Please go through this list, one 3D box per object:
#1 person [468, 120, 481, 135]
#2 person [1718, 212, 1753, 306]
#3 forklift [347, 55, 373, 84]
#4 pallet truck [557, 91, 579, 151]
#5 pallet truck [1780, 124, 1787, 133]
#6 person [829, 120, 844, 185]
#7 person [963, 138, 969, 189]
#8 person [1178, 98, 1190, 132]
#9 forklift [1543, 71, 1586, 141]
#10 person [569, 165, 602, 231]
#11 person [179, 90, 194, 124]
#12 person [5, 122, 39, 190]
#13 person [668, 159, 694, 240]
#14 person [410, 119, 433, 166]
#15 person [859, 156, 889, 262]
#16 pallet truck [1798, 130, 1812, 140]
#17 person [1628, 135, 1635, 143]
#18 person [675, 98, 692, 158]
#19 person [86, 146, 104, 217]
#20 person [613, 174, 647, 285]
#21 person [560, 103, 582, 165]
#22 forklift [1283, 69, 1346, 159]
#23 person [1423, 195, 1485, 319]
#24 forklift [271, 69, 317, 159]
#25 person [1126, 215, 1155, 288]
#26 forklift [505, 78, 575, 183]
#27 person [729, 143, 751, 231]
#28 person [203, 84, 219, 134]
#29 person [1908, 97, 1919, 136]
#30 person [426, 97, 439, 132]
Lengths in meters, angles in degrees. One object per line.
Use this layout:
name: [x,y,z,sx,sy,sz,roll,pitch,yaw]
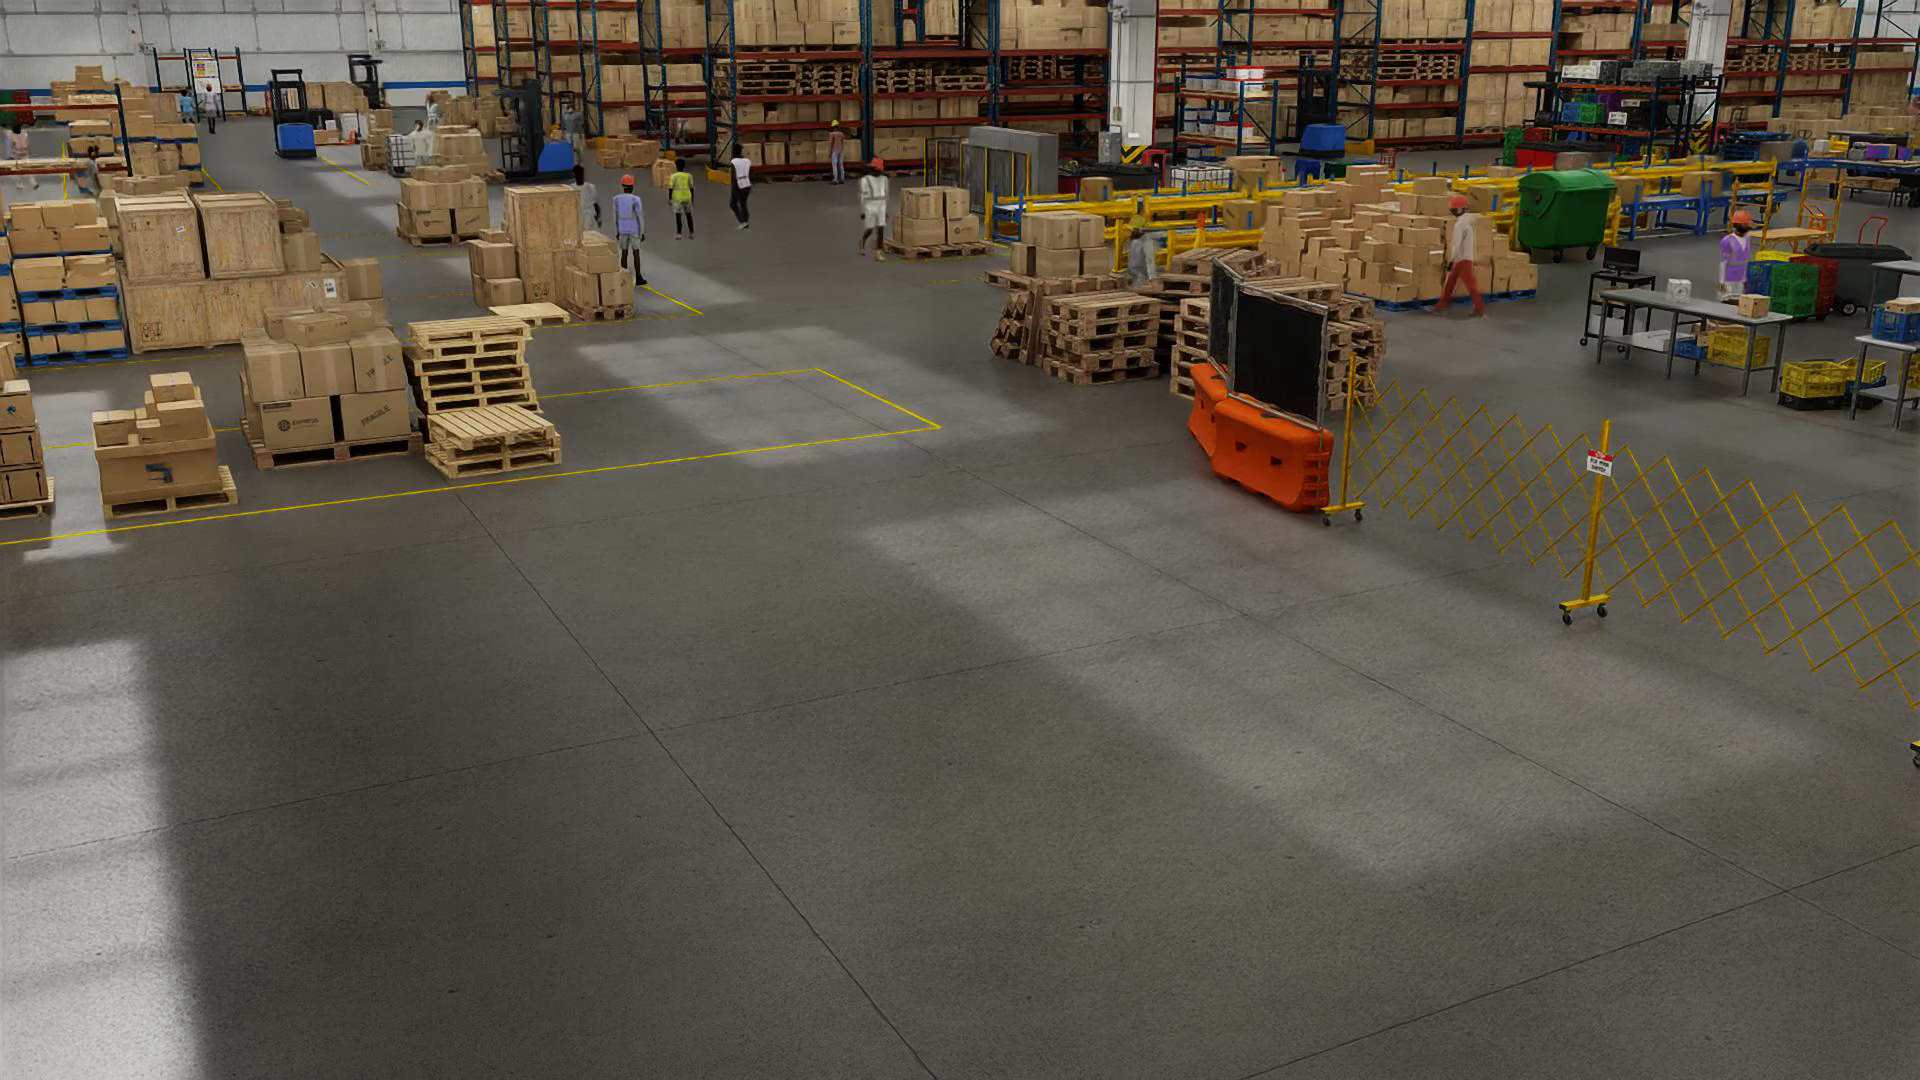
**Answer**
person: [-14.025,-11.334,48.202,0.511,1.623,0.398,9,20,25]
person: [11.321,-3.819,24.289,0.570,1.926,0.387,-8,19,-22]
forklift: [-25.310,-19.119,70.440,1.129,2.768,1.873,-16,24,-40]
pallet truck: [-13.495,-14.412,57.188,0.823,1.965,1.885,-3,18,-9]
pallet truck: [25.206,-12.542,52.601,1.601,1.201,0.680,0,18,-2]
person: [-3.443,-10.765,46.209,0.343,1.756,0.518,16,24,41]
person: [0.276,-9.521,42.139,0.873,1.875,0.653,-11,21,-31]
person: [8.162,-15.338,60.739,0.513,1.592,0.866,0,18,0]
forklift: [18.685,-13.231,52.085,1.873,2.768,1.129,-9,20,-26]
person: [-7.115,-6.031,31.167,0.636,1.921,0.975,4,18,11]
person: [-30.200,-16.717,64.913,0.536,1.652,0.848,-16,24,-41]
person: [-25.291,-10.330,44.801,1.000,1.787,0.628,15,23,39]
person: [-5.896,-7.225,35.290,0.549,1.689,0.321,-10,20,-29]
person: [-14.447,-10.380,44.796,0.633,1.898,1.010,2,18,5]
person: [-1.682,-6.439,32.299,0.607,2.018,0.726,-11,21,-31]
pallet truck: [25.526,-11.556,49.408,1.630,1.274,0.653,-9,20,-26]
person: [24.146,-15.100,59.724,0.342,1.773,0.527,3,18,9]
person: [-9.190,-13.442,54.315,0.918,1.895,0.578,-9,20,-26]
person: [-18.970,-7.729,36.591,0.386,1.847,0.510,-9,20,-26]
person: [-5.844,-5.489,29.466,0.551,1.934,0.373,4,18,12]
person: [-12.068,-12.592,51.638,0.661,1.921,0.438,1,18,3]
forklift: [11.615,-13.871,54.079,1.129,2.768,1.873,-9,20,-27]
person: [7.926,-4.459,26.269,0.966,1.941,0.624,7,19,20]
forklift: [-21.830,-13.945,54.309,1.129,2.768,1.873,-9,20,-26]
person: [2.680,-3.948,24.874,0.457,1.809,0.654,-6,19,-17]
forklift: [-11.974,-11.561,46.878,1.873,2.768,1.129,-9,20,-26]
person: [-4.832,-7.750,36.577,0.464,1.898,0.632,13,22,35]
person: [-29.165,-16.796,64.782,0.570,1.892,0.606,-8,19,-22]
person: [32.457,-14.096,56.454,0.722,1.852,0.784,-5,18,-14]
person: [-19.410,-15.450,61.066,0.541,1.599,0.835,5,19,16]
